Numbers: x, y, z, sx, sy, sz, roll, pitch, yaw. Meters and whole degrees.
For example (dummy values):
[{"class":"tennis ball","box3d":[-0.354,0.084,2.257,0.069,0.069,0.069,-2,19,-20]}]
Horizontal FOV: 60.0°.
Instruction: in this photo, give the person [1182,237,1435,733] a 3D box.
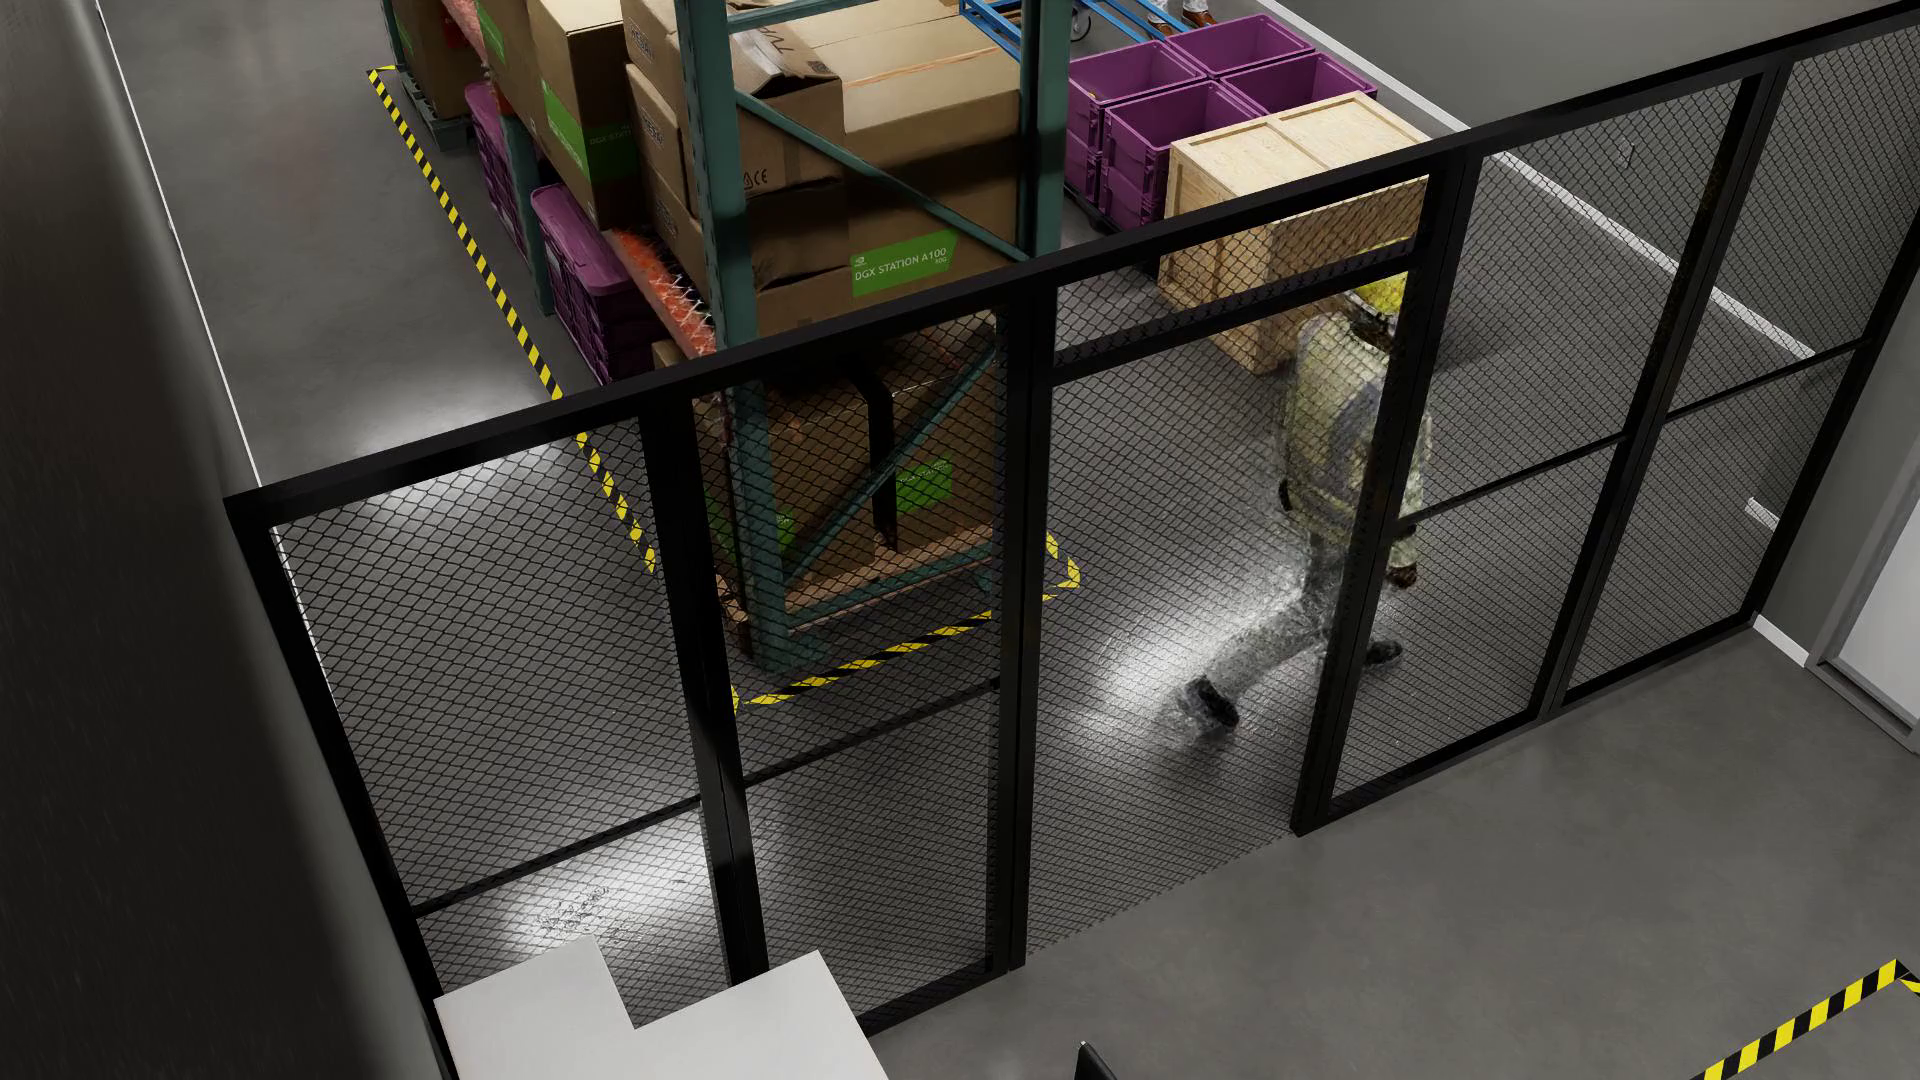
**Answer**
[{"class":"person","box3d":[1.144,-0.120,5.180,0.834,1.803,0.595,-8,43,-9]}]

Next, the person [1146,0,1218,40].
[{"class":"person","box3d":[1.271,-3.627,8.914,0.630,1.940,0.372,-22,47,-22]}]
